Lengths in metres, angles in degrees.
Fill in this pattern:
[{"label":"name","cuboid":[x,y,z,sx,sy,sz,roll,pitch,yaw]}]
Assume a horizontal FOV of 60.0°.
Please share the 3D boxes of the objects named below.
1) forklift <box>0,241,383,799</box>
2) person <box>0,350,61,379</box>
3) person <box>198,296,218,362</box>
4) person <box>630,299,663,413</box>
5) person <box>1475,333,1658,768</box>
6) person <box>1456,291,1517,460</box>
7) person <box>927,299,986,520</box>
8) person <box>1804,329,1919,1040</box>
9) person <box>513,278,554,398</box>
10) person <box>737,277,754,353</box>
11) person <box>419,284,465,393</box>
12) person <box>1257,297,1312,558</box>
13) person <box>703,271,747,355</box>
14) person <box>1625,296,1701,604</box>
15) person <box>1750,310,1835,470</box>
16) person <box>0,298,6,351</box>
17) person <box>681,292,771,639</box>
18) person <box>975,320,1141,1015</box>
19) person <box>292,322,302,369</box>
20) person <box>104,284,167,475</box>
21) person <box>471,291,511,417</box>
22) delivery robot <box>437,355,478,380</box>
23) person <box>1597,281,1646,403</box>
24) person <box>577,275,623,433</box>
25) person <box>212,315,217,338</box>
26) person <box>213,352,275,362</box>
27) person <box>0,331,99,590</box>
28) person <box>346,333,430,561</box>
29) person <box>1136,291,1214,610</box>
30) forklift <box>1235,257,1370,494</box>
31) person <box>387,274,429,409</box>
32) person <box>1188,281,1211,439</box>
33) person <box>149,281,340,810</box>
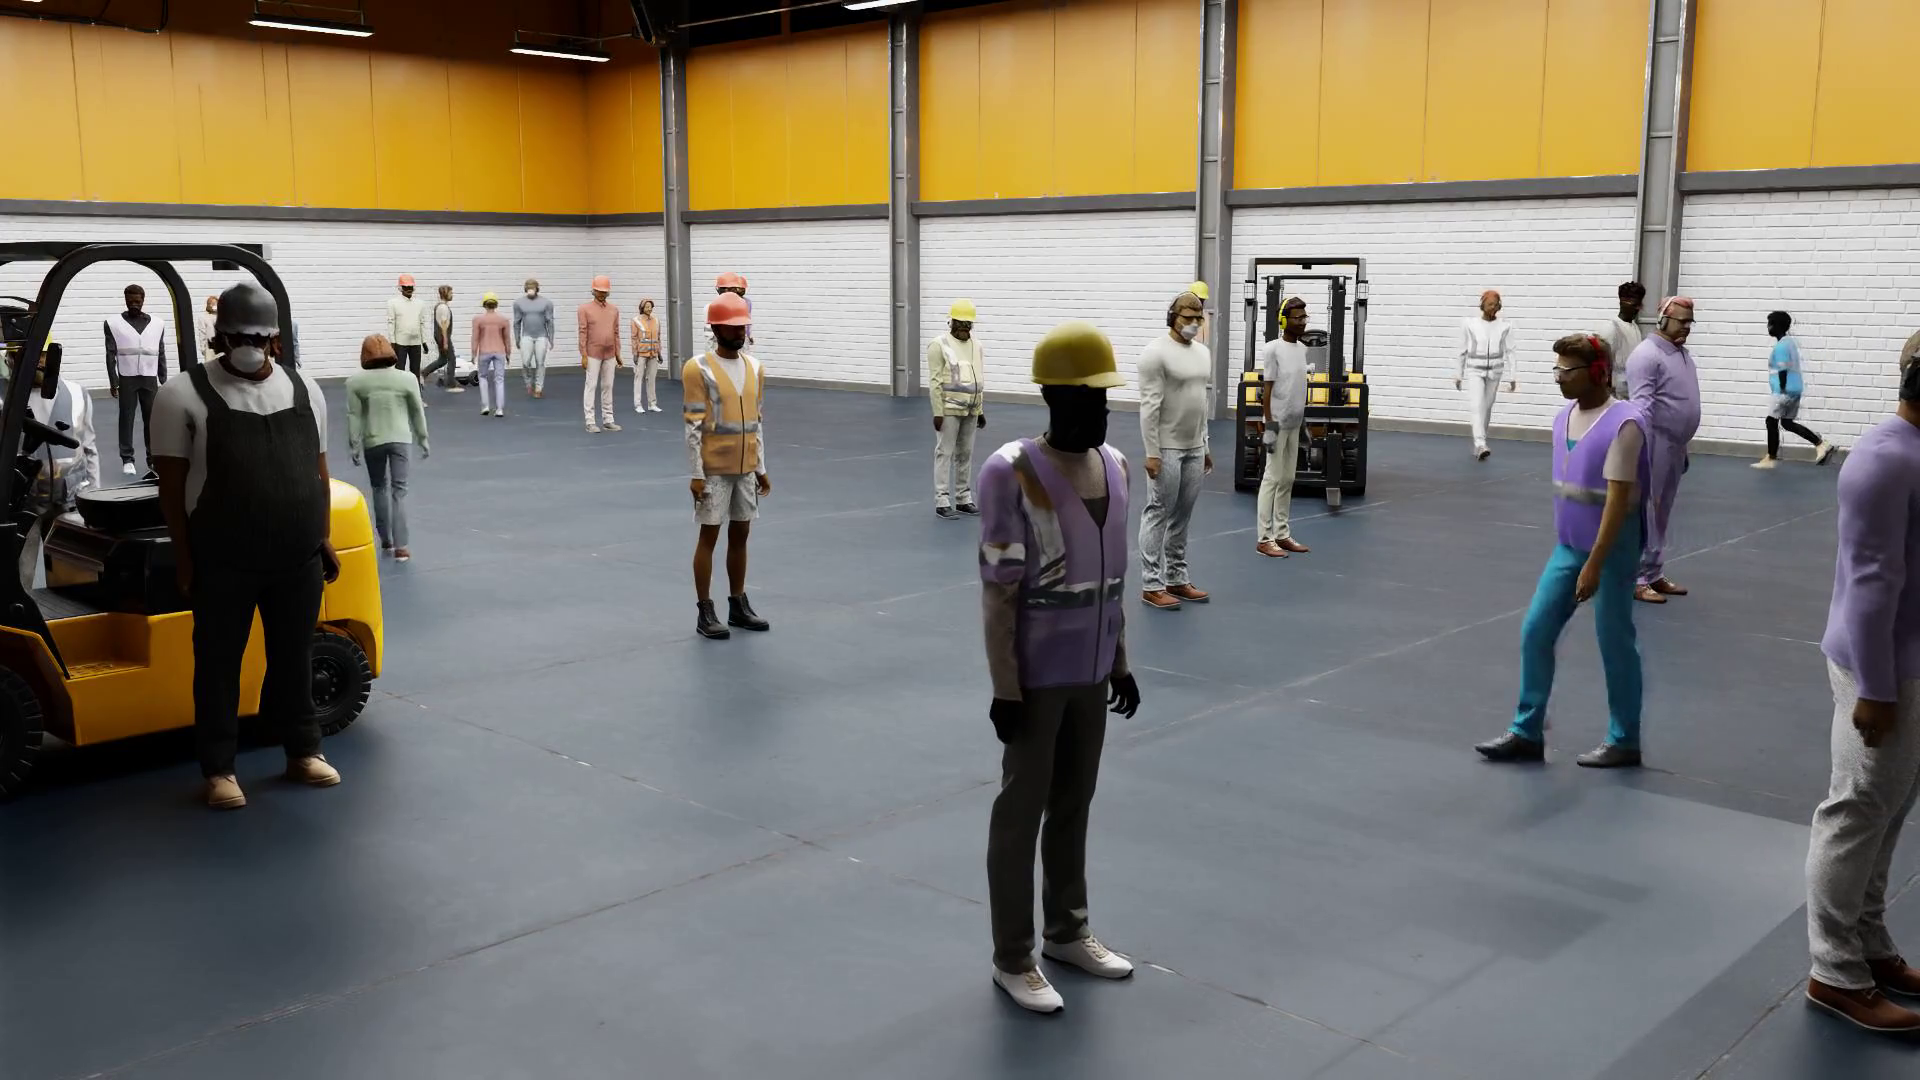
[{"label":"forklift","cuboid":[-3.706,-0.171,7.093,1.214,2.155,2.313,9,13,43]},{"label":"person","cuboid":[-8.147,-1.122,14.611,0.312,1.642,0.512,9,13,44]},{"label":"person","cuboid":[-11.907,-3.074,26.604,0.279,1.634,0.497,9,13,44]},{"label":"person","cuboid":[-4.527,-2.656,24.021,0.312,1.642,0.512,9,13,44]},{"label":"person","cuboid":[2.510,0.067,6.829,0.797,1.809,0.570,-2,10,-14]},{"label":"person","cuboid":[5.757,-1.794,18.156,0.598,1.828,0.992,1,9,5]},{"label":"person","cuboid":[-0.005,-1.086,13.837,0.404,1.824,0.586,9,13,44]},{"label":"person","cuboid":[2.589,0.368,4.582,0.371,1.935,0.627,9,13,44]},{"label":"person","cuboid":[-6.804,-3.217,26.594,0.641,1.921,0.427,-2,9,-11]},{"label":"person","cuboid":[-3.731,-3.493,28.239,0.365,1.939,0.542,9,13,44]},{"label":"person","cuboid":[-8.725,-3.354,27.780,0.721,1.825,0.515,-5,11,-29]},{"label":"person","cuboid":[2.364,-0.816,12.033,0.328,1.874,0.517,9,13,44]},{"label":"person","cuboid":[-2.692,-2.095,19.347,0.382,2.045,0.605,9,13,44]},{"label":"person","cuboid":[4.412,-0.568,10.425,0.404,1.903,0.636,9,13,44]},{"label":"person","cuboid":[8.553,-1.518,17.006,0.673,1.661,0.538,7,11,36]},{"label":"person","cuboid":[-10.461,-1.819,18.008,0.374,1.930,0.542,9,13,44]},{"label":"person","cuboid":[-1.300,-0.420,9.401,0.365,1.939,0.542,9,13,44]},{"label":"person","cuboid":[0.298,0.347,4.726,0.374,1.928,0.584,9,13,44]},{"label":"person","cuboid":[-9.335,-2.472,22.915,0.279,1.633,0.497,9,13,44]},{"label":"person","cuboid":[-8.353,-1.630,16.899,0.391,1.914,0.587,9,13,44]},{"label":"person","cuboid":[-6.576,-2.601,23.307,0.572,1.748,0.578,-5,11,-28]},{"label":"delivery robot","cuboid":[-8.863,-3.027,29.326,0.477,0.478,0.707,9,13,43]},{"label":"person","cuboid":[5.956,-1.345,15.007,0.375,1.959,0.600,9,13,44]},{"label":"person","cuboid":[-4.556,-2.355,21.117,0.391,1.987,0.608,9,13,44]},{"label":"person","cuboid":[-8.267,-1.955,19.043,0.327,1.865,0.517,9,13,44]},{"label":"person","cuboid":[-5.874,-1.101,13.801,0.645,1.864,0.449,-7,12,-38]},{"label":"person","cuboid":[-4.601,-0.194,8.330,0.404,1.835,0.586,9,13,44]},{"label":"person","cuboid":[-4.102,-0.676,11.971,0.531,1.605,0.715,-2,9,-12]},{"label":"person","cuboid":[1.333,-0.550,10.214,0.371,1.935,0.627,9,13,44]},{"label":"forklift","cuboid":[3.309,-1.629,16.029,1.214,2.155,2.313,2,9,11]},{"label":"person","cuboid":[-8.199,-2.947,24.720,0.381,1.996,0.608,9,13,44]},{"label":"person","cuboid":[2.831,-2.155,20.100,0.382,1.919,0.584,9,13,44]},{"label":"person","cuboid":[-2.724,0.005,6.483,0.536,2.000,0.672,9,13,44]}]
